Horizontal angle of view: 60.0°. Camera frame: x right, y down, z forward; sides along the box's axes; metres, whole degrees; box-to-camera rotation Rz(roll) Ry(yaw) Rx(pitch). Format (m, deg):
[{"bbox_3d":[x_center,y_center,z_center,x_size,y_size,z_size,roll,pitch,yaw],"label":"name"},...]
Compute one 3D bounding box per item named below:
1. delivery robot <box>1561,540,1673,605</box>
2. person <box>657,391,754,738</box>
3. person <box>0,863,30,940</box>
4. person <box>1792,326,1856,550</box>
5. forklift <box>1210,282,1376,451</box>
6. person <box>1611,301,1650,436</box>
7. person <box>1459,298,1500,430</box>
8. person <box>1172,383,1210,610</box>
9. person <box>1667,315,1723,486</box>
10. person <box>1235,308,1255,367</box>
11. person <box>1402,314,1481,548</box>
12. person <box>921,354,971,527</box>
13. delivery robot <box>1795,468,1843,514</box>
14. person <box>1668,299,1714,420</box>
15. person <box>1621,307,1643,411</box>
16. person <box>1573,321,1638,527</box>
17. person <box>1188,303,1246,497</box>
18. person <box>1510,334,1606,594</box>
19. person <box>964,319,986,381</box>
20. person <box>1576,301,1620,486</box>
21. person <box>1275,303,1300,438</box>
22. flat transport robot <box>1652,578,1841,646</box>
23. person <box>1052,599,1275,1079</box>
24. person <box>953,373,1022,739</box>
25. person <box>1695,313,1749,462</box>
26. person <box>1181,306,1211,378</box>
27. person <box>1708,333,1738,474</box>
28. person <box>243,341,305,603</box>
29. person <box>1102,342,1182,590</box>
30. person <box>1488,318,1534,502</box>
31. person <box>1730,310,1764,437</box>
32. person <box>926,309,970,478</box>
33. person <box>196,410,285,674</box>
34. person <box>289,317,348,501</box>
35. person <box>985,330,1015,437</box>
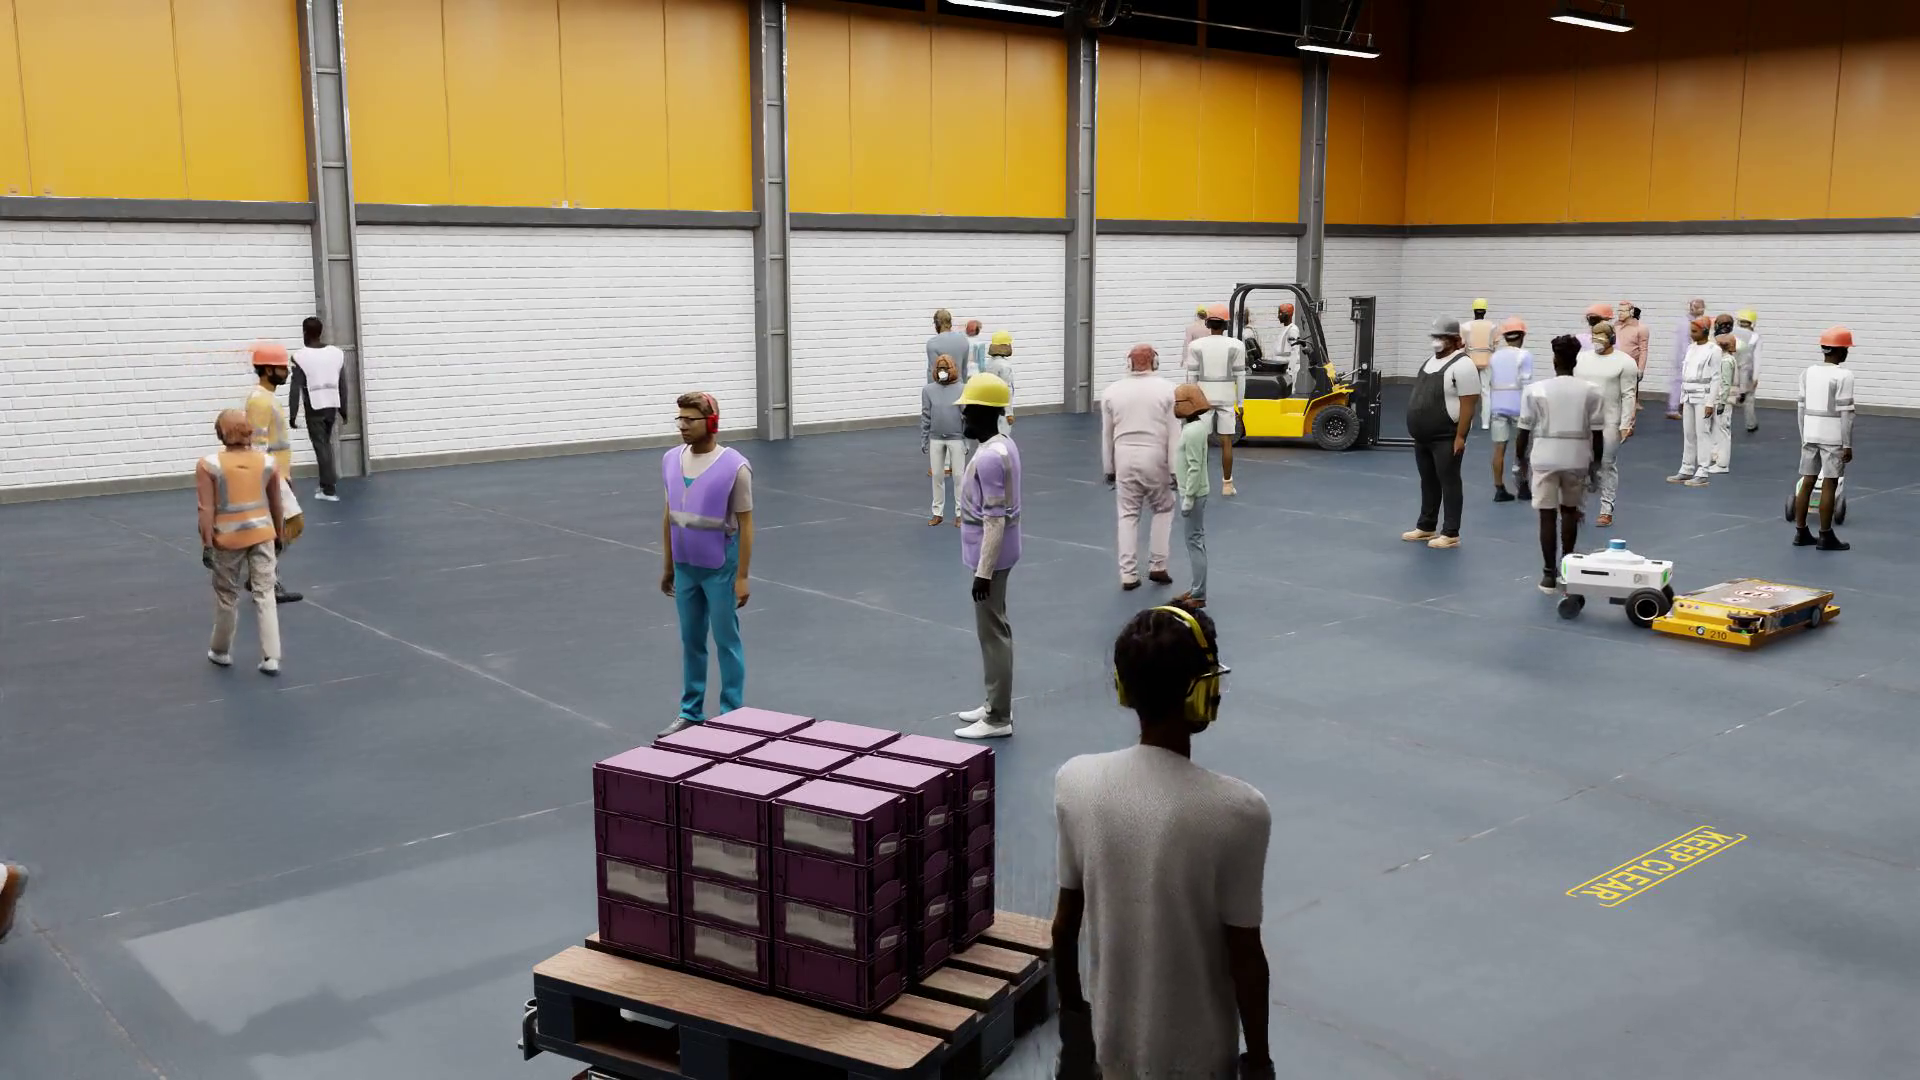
[{"bbox_3d":[4.574,0.241,11.600,0.707,0.478,0.477,5,11,26],"label":"delivery robot"},{"bbox_3d":[-1.305,0.150,8.635,0.564,1.844,0.395,6,12,33],"label":"person"},{"bbox_3d":[-3.702,0.616,5.699,0.636,1.924,0.669,7,12,37],"label":"person"},{"bbox_3d":[7.502,-0.879,14.387,0.361,1.938,0.545,-3,10,-19],"label":"person"},{"bbox_3d":[4.328,-2.346,22.227,2.313,2.155,1.214,3,10,16],"label":"forklift"},{"bbox_3d":[9.348,-2.419,23.497,0.409,1.905,0.651,-9,13,-43],"label":"person"},{"bbox_3d":[7.546,-2.559,24.256,0.594,1.924,0.382,0,10,3],"label":"person"},{"bbox_3d":[1.653,-0.308,11.935,0.271,1.631,0.507,2,10,11],"label":"person"},{"bbox_3d":[8.149,-1.537,18.387,0.355,1.887,0.574,-2,10,-11],"label":"person"},{"bbox_3d":[4.008,-2.454,24.034,0.782,1.795,0.546,1,10,5],"label":"person"},{"bbox_3d":[4.162,-0.956,14.537,0.539,2.000,0.689,-3,10,-18],"label":"person"},{"bbox_3d":[-0.126,-0.927,15.586,0.501,1.626,0.282,3,10,17],"label":"person"},{"bbox_3d":[8.261,-0.506,15.974,0.477,0.478,0.707,6,12,32],"label":"delivery robot"},{"bbox_3d":[11.367,-2.757,25.575,0.664,1.870,0.878,-8,12,-39],"label":"person"},{"bbox_3d":[11.043,-2.976,27.371,0.319,1.696,0.532,-8,13,-40],"label":"person"},{"bbox_3d":[6.008,-1.092,15.648,0.627,1.934,0.372,9,13,43],"label":"person"},{"bbox_3d":[2.695,-1.465,17.508,0.608,2.044,0.370,2,10,14],"label":"person"},{"bbox_3d":[4.530,-0.588,12.644,0.636,1.939,0.676,1,10,7],"label":"person"},{"bbox_3d":[0.127,-2.401,24.208,0.516,1.622,0.658,8,12,38],"label":"person"},{"bbox_3d":[7.022,-1.614,18.391,0.395,2.038,0.615,-7,12,-35],"label":"person"},{"bbox_3d":[4.571,-2.371,23.273,0.354,1.886,0.572,0,10,-1],"label":"person"},{"bbox_3d":[5.383,0.473,11.345,1.431,0.197,0.652,-8,13,-41],"label":"flat transport robot"},{"bbox_3d":[0.401,1.047,3.350,0.557,1.855,0.460,8,13,40],"label":"person"},{"bbox_3d":[0.141,0.084,8.770,0.361,1.928,0.594,1,10,5],"label":"person"},{"bbox_3d":[9.310,-1.857,20.410,0.662,1.830,0.525,3,10,16],"label":"person"},{"bbox_3d":[3.879,-2.886,26.768,0.617,1.728,0.373,-3,10,-18],"label":"person"},{"bbox_3d":[8.917,-1.592,19.442,0.308,1.636,0.524,5,11,25],"label":"person"},{"bbox_3d":[-4.977,-0.477,12.073,0.412,1.923,0.541,-4,10,-22],"label":"person"},{"bbox_3d":[1.399,-0.563,12.722,0.661,1.872,0.623,4,11,23],"label":"person"},{"bbox_3d":[5.731,-1.348,17.300,0.715,1.883,0.549,-9,13,-44],"label":"person"},{"bbox_3d":[10.997,-2.340,23.396,0.926,1.782,0.599,-10,14,-44],"label":"person"},{"bbox_3d":[-0.161,-1.682,19.101,0.372,1.935,0.627,9,14,44],"label":"person"},{"bbox_3d":[-4.385,0.008,10.144,0.540,1.603,0.709,-9,13,-41],"label":"person"},{"bbox_3d":[-6.734,-1.362,17.307,0.660,1.900,0.620,6,11,31],"label":"person"},{"bbox_3d":[0.443,-1.387,17.927,0.296,1.745,0.485,-5,11,-27],"label":"person"}]
